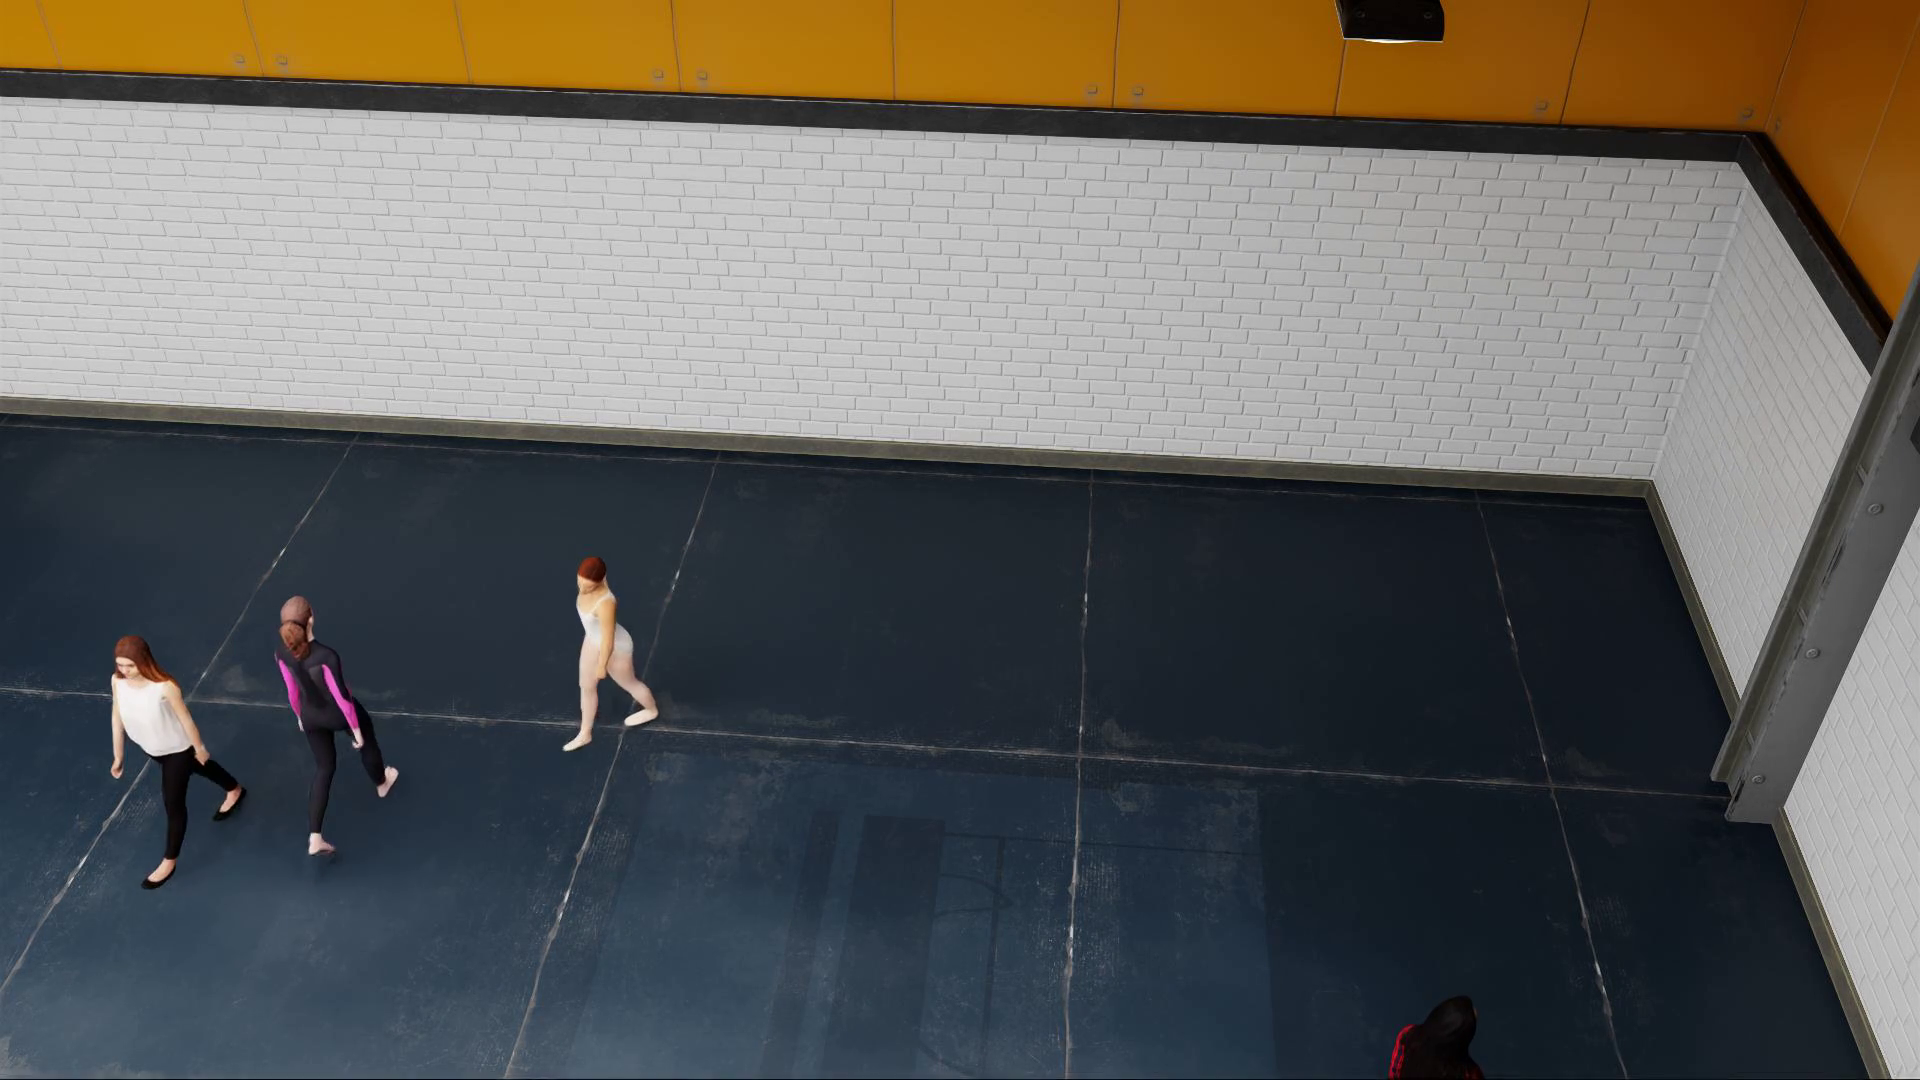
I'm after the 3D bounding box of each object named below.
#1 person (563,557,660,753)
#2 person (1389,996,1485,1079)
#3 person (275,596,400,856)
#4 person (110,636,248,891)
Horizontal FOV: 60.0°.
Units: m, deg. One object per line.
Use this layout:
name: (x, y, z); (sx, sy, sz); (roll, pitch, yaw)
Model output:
person: (-2.165, 0.638, 10.463); (1.014, 1.592, 0.957); (-20, 43, -23)
person: (2.183, 2.714, 7.813); (0.667, 1.656, 0.693); (28, 46, 30)
person: (-3.749, 1.120, 9.769); (0.605, 1.705, 1.104); (5, 39, 6)
person: (-4.584, 1.150, 9.761); (0.842, 1.668, 1.194); (16, 41, 19)
